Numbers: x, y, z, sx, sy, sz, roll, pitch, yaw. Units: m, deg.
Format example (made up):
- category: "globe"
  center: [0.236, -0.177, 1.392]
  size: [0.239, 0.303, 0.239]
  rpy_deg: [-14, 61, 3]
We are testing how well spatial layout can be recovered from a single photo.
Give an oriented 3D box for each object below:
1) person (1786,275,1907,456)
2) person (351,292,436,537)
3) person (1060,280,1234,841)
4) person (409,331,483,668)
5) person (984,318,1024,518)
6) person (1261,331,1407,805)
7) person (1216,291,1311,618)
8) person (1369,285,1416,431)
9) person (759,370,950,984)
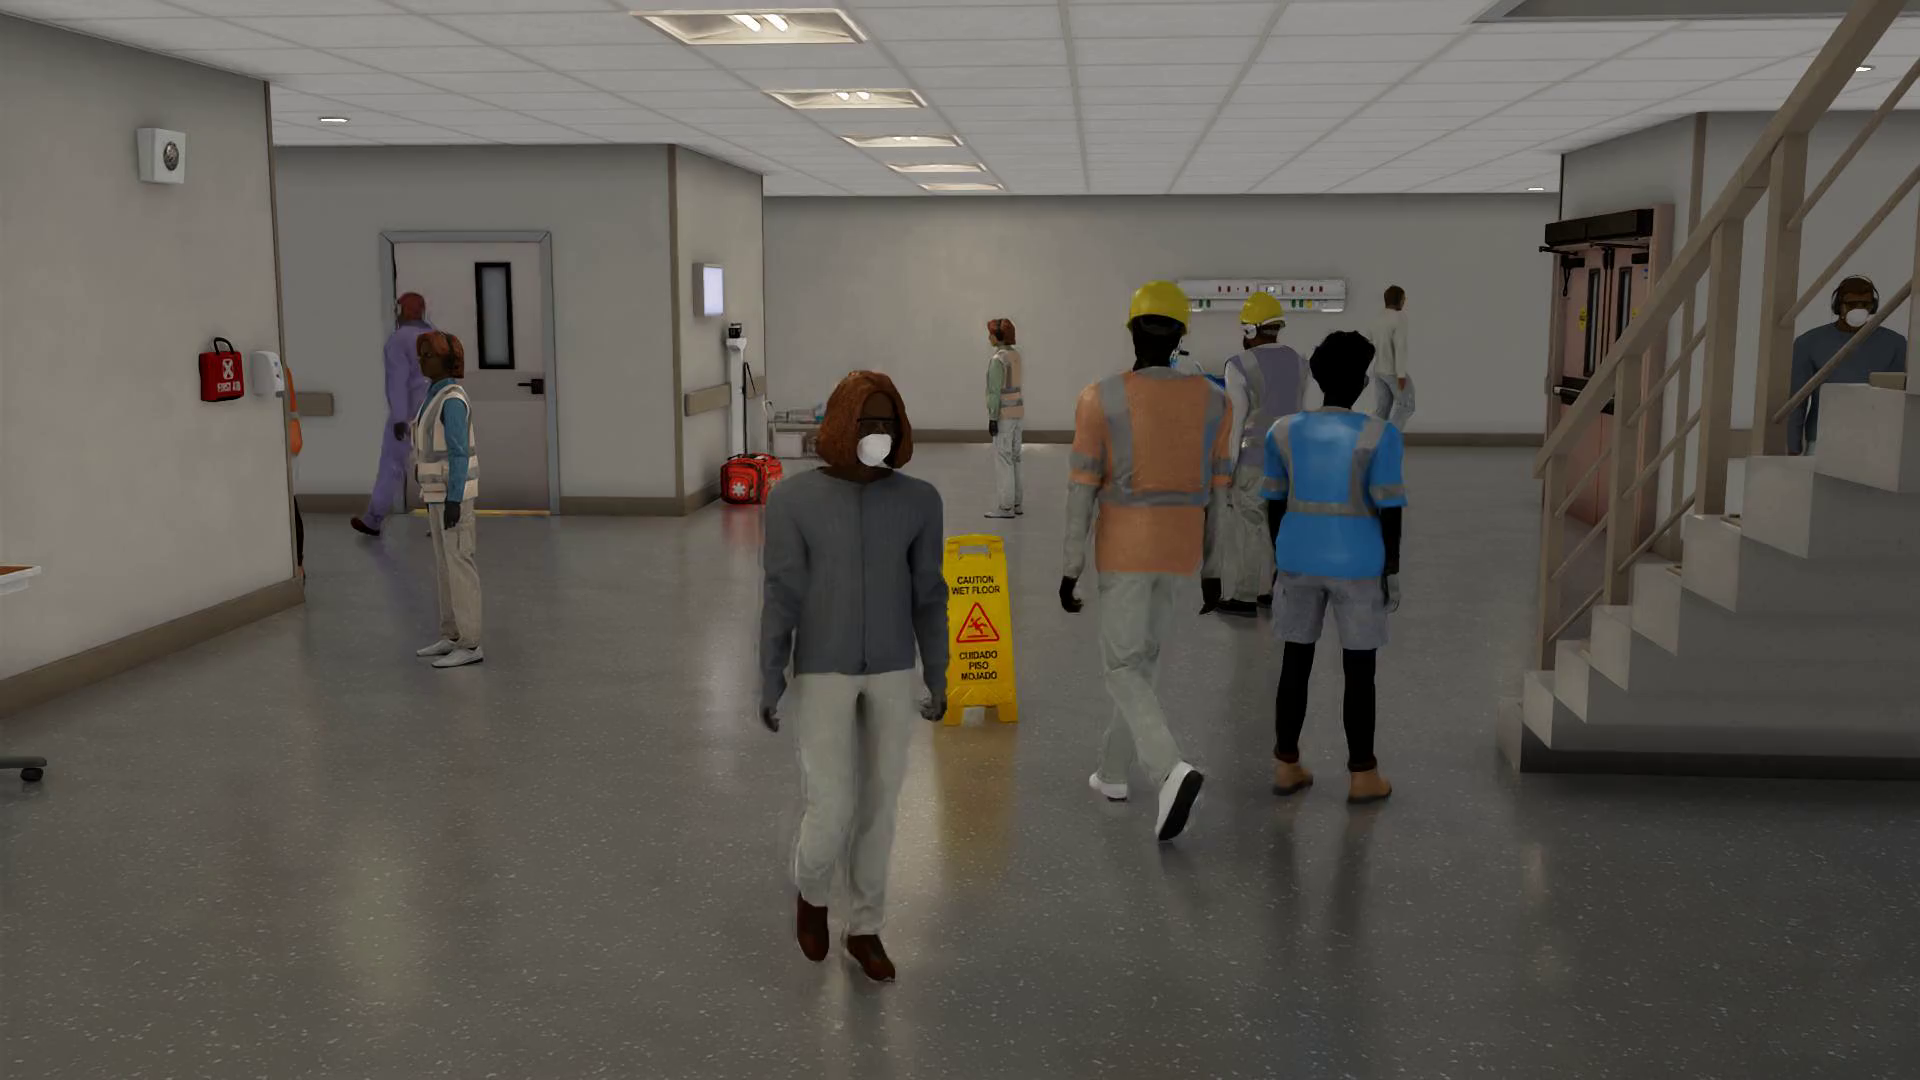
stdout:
- category: "person"
  center: [5.059, -0.540, 9.531]
  size: [0.634, 1.930, 0.384]
  rpy_deg: [2, 9, 14]
- category: "person"
  center: [-4.133, -0.933, 12.509]
  size: [0.983, 1.840, 0.687]
  rpy_deg: [3, 9, 20]
- category: "person"
  center: [0.668, 0.056, 5.708]
  size: [0.624, 1.878, 0.850]
  rpy_deg: [-3, 9, -20]
- category: "person"
  center: [-2.521, -0.203, 8.181]
  size: [0.308, 1.645, 0.516]
  rpy_deg: [-5, 10, -30]
- category: "person"
  center: [0.365, -0.992, 13.606]
  size: [0.315, 1.629, 0.507]
  rpy_deg: [4, 9, 23]
- category: "person"
  center: [1.342, 0.105, 5.968]
  size: [0.551, 1.691, 0.351]
  rpy_deg: [6, 10, 35]
- category: "person"
  center: [1.692, -0.479, 9.410]
  size: [0.587, 1.837, 0.404]
  rpy_deg: [-5, 10, -32]
- category: "person"
  center: [4.704, -1.802, 18.105]
  size: [0.437, 1.924, 0.663]
  rpy_deg: [-3, 9, -20]
- category: "person"
  center: [-0.262, 0.368, 4.353]
  size: [0.533, 1.616, 0.340]
  rpy_deg: [-4, 9, -24]
